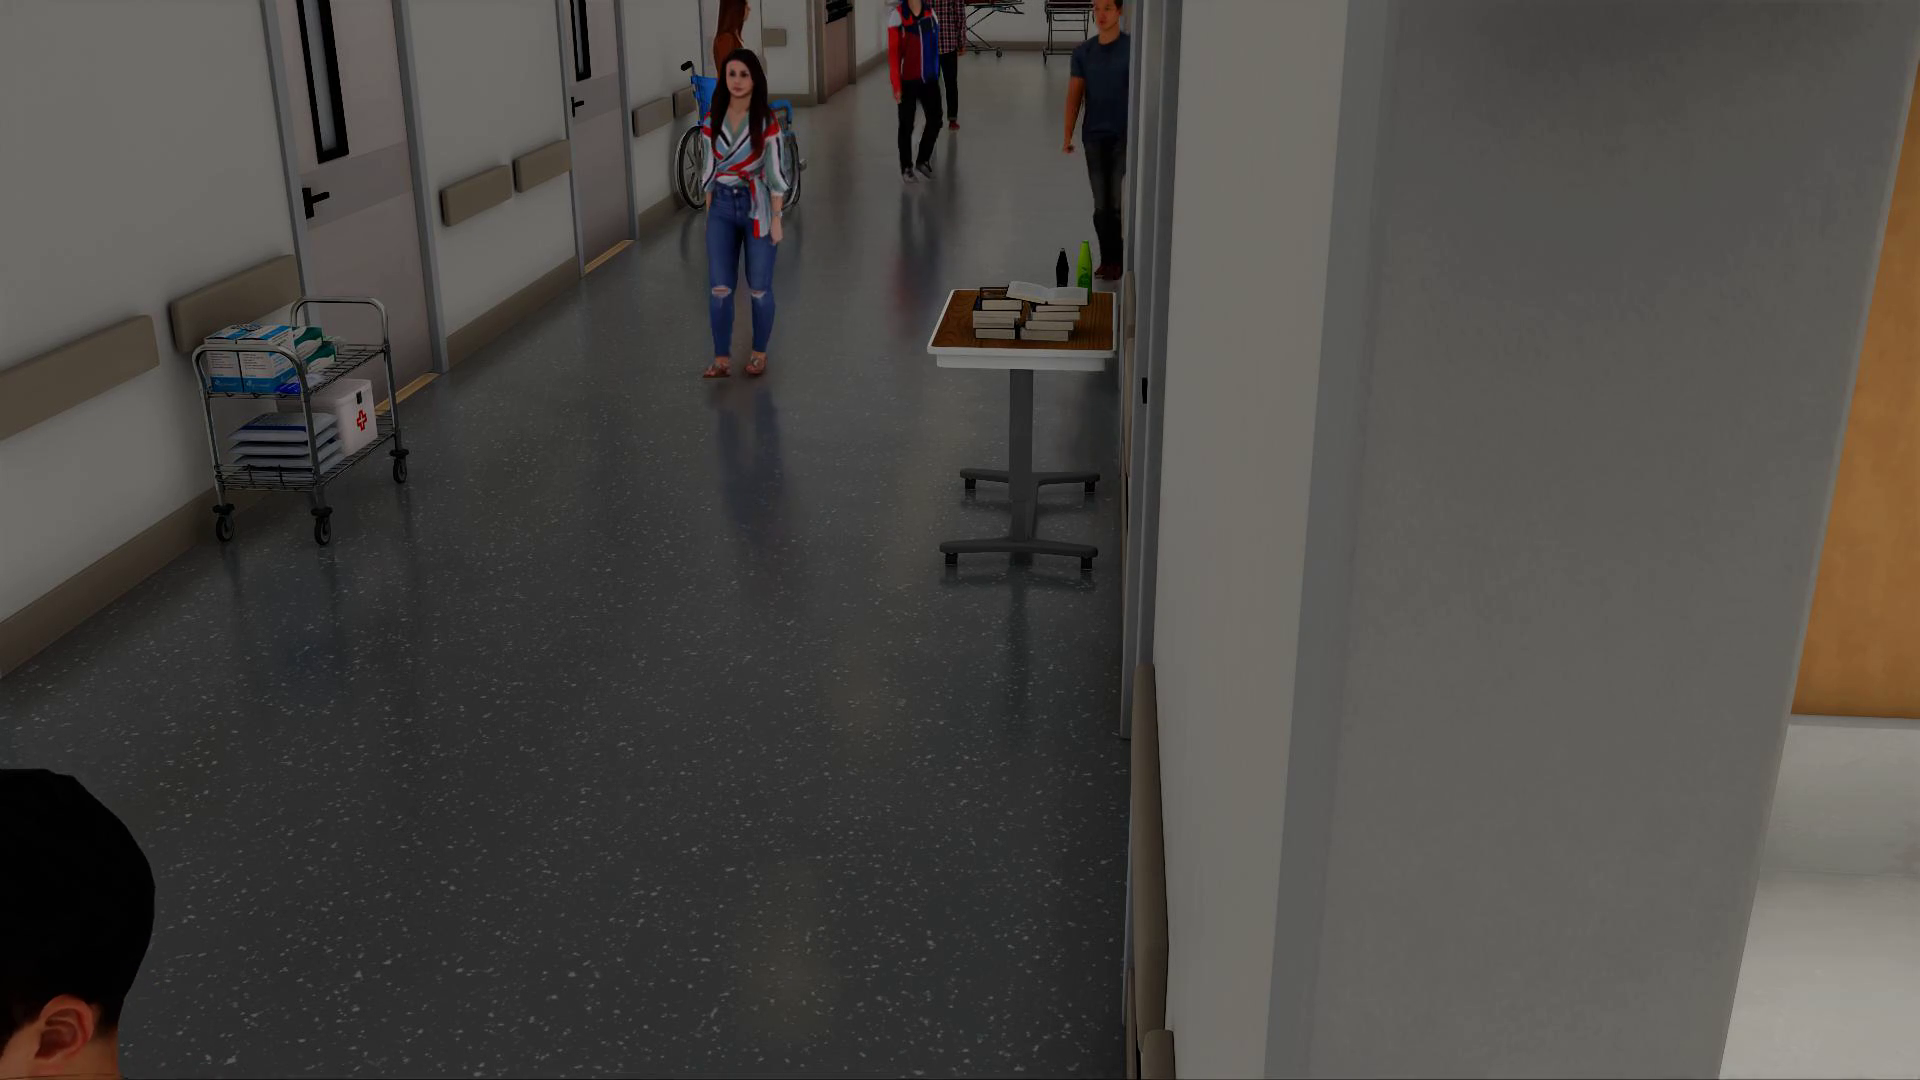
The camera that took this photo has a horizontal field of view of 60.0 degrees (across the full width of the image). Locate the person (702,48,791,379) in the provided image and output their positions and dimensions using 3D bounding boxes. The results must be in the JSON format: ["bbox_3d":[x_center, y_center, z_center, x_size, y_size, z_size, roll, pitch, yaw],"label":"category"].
[{"bbox_3d":[-1.055,-1.627,8.321,0.651,1.600,0.782,4,21,10],"label":"person"}]

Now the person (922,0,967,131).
[{"bbox_3d":[-0.205,-5.301,17.794,0.707,1.760,0.637,0,21,-1],"label":"person"}]

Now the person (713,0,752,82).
[{"bbox_3d":[-1.666,-3.083,12.003,0.695,1.714,0.556,-1,21,-4],"label":"person"}]

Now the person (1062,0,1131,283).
[{"bbox_3d":[0.977,-2.533,10.440,0.790,1.793,0.798,9,22,22],"label":"person"}]

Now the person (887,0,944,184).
[{"bbox_3d":[-0.418,-3.939,14.220,0.758,1.744,0.782,-10,23,-24],"label":"person"}]
